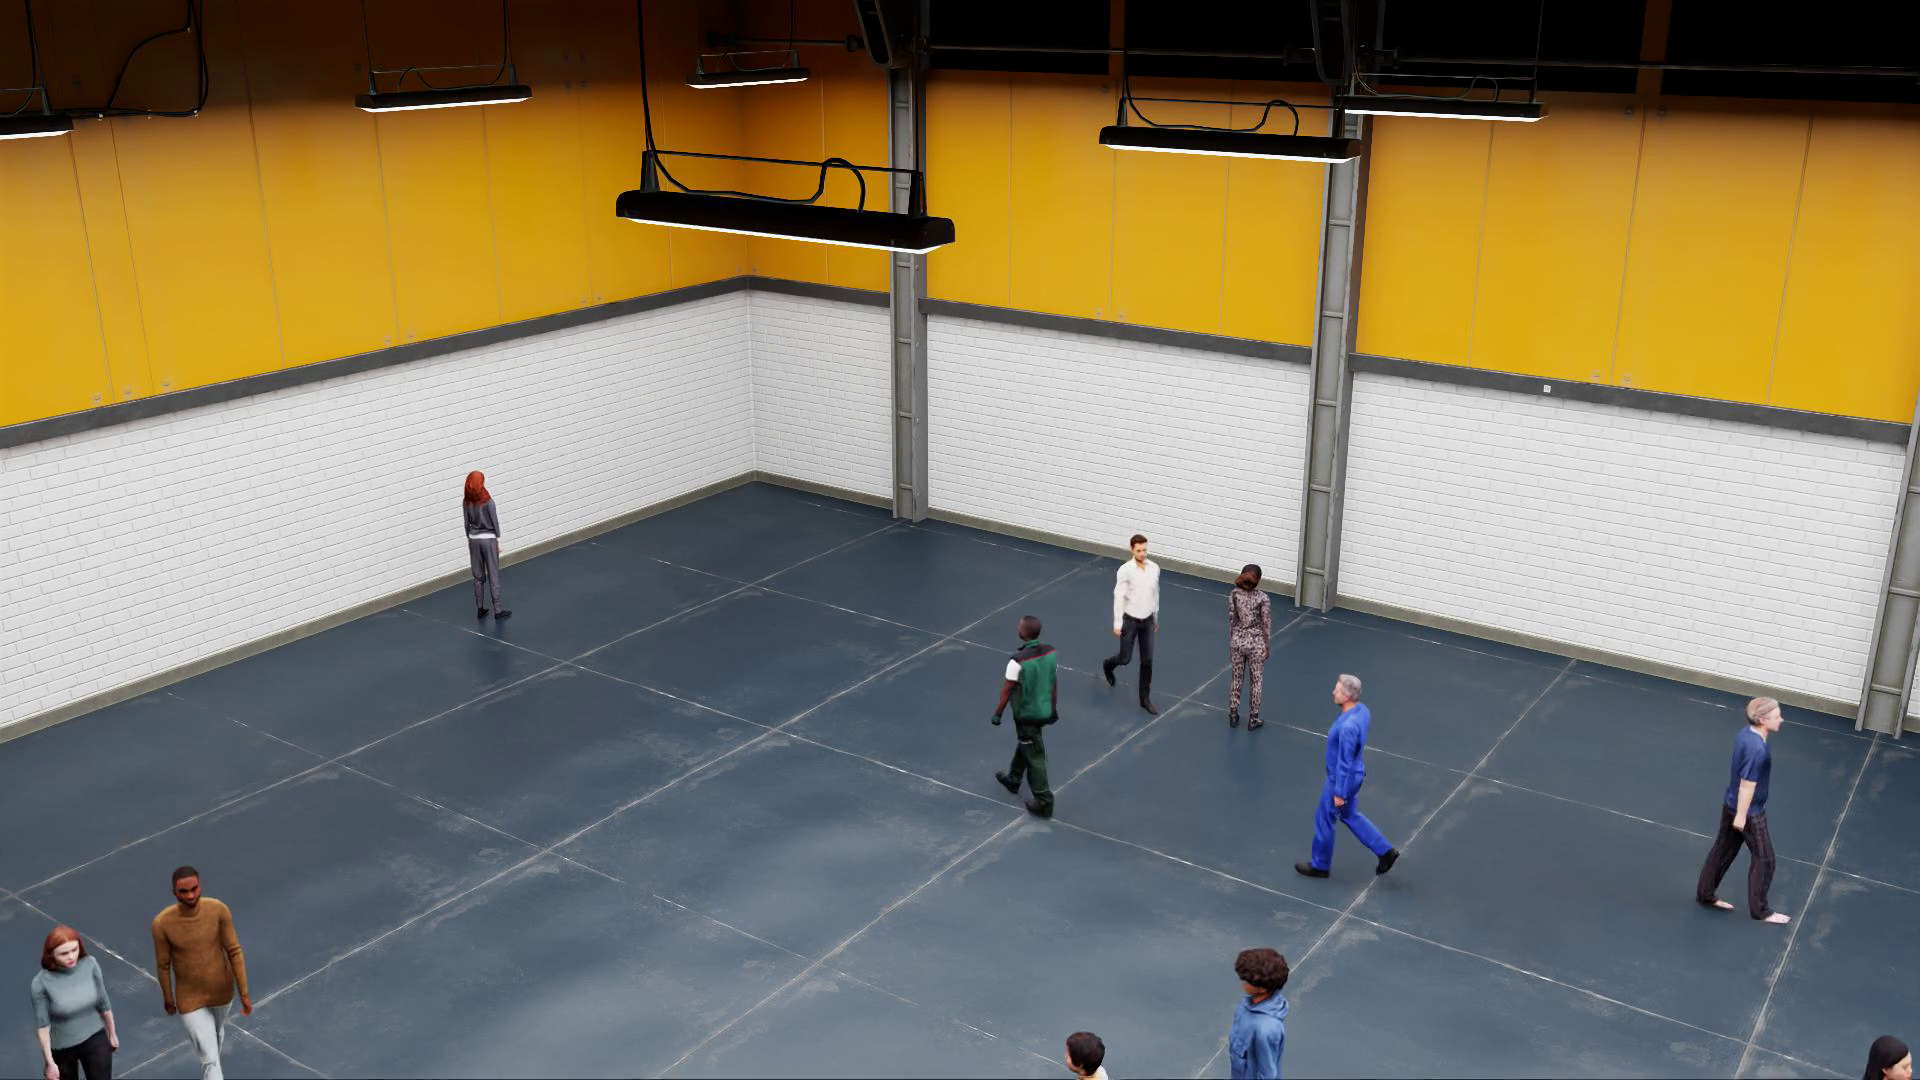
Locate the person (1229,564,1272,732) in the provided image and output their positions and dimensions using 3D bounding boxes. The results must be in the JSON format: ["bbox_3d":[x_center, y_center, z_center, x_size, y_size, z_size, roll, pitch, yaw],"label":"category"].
[{"bbox_3d":[2.832,1.037,16.354,0.532,1.714,0.655,10,21,27],"label":"person"}]

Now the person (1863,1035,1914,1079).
[{"bbox_3d":[4.854,3.451,9.107,0.807,1.763,0.687,17,25,40],"label":"person"}]

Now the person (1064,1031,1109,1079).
[{"bbox_3d":[0.793,3.471,9.419,1.067,1.527,0.676,8,20,23],"label":"person"}]

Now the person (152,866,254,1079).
[{"bbox_3d":[-4.899,2.895,10.760,0.876,1.762,1.236,-14,23,-35],"label":"person"}]

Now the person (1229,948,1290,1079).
[{"bbox_3d":[1.754,3.197,9.800,0.763,1.803,0.758,1,19,2],"label":"person"}]

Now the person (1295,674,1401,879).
[{"bbox_3d":[3.196,1.955,13.486,1.080,1.805,0.813,9,21,25],"label":"person"}]

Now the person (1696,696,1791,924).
[{"bbox_3d":[6.052,2.085,13.028,0.982,1.850,0.817,7,20,19],"label":"person"}]

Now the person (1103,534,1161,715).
[{"bbox_3d":[1.734,0.805,16.837,0.995,1.844,1.180,-10,21,-27],"label":"person"}]

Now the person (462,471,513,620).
[{"bbox_3d":[-5.495,0.052,19.176,0.548,1.779,0.700,5,19,15],"label":"person"}]

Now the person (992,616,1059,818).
[{"bbox_3d":[0.688,1.579,14.606,1.082,1.803,0.810,17,25,40],"label":"person"}]

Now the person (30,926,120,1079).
[{"bbox_3d":[-5.451,3.108,10.200,1.125,1.717,0.742,17,25,41],"label":"person"}]
